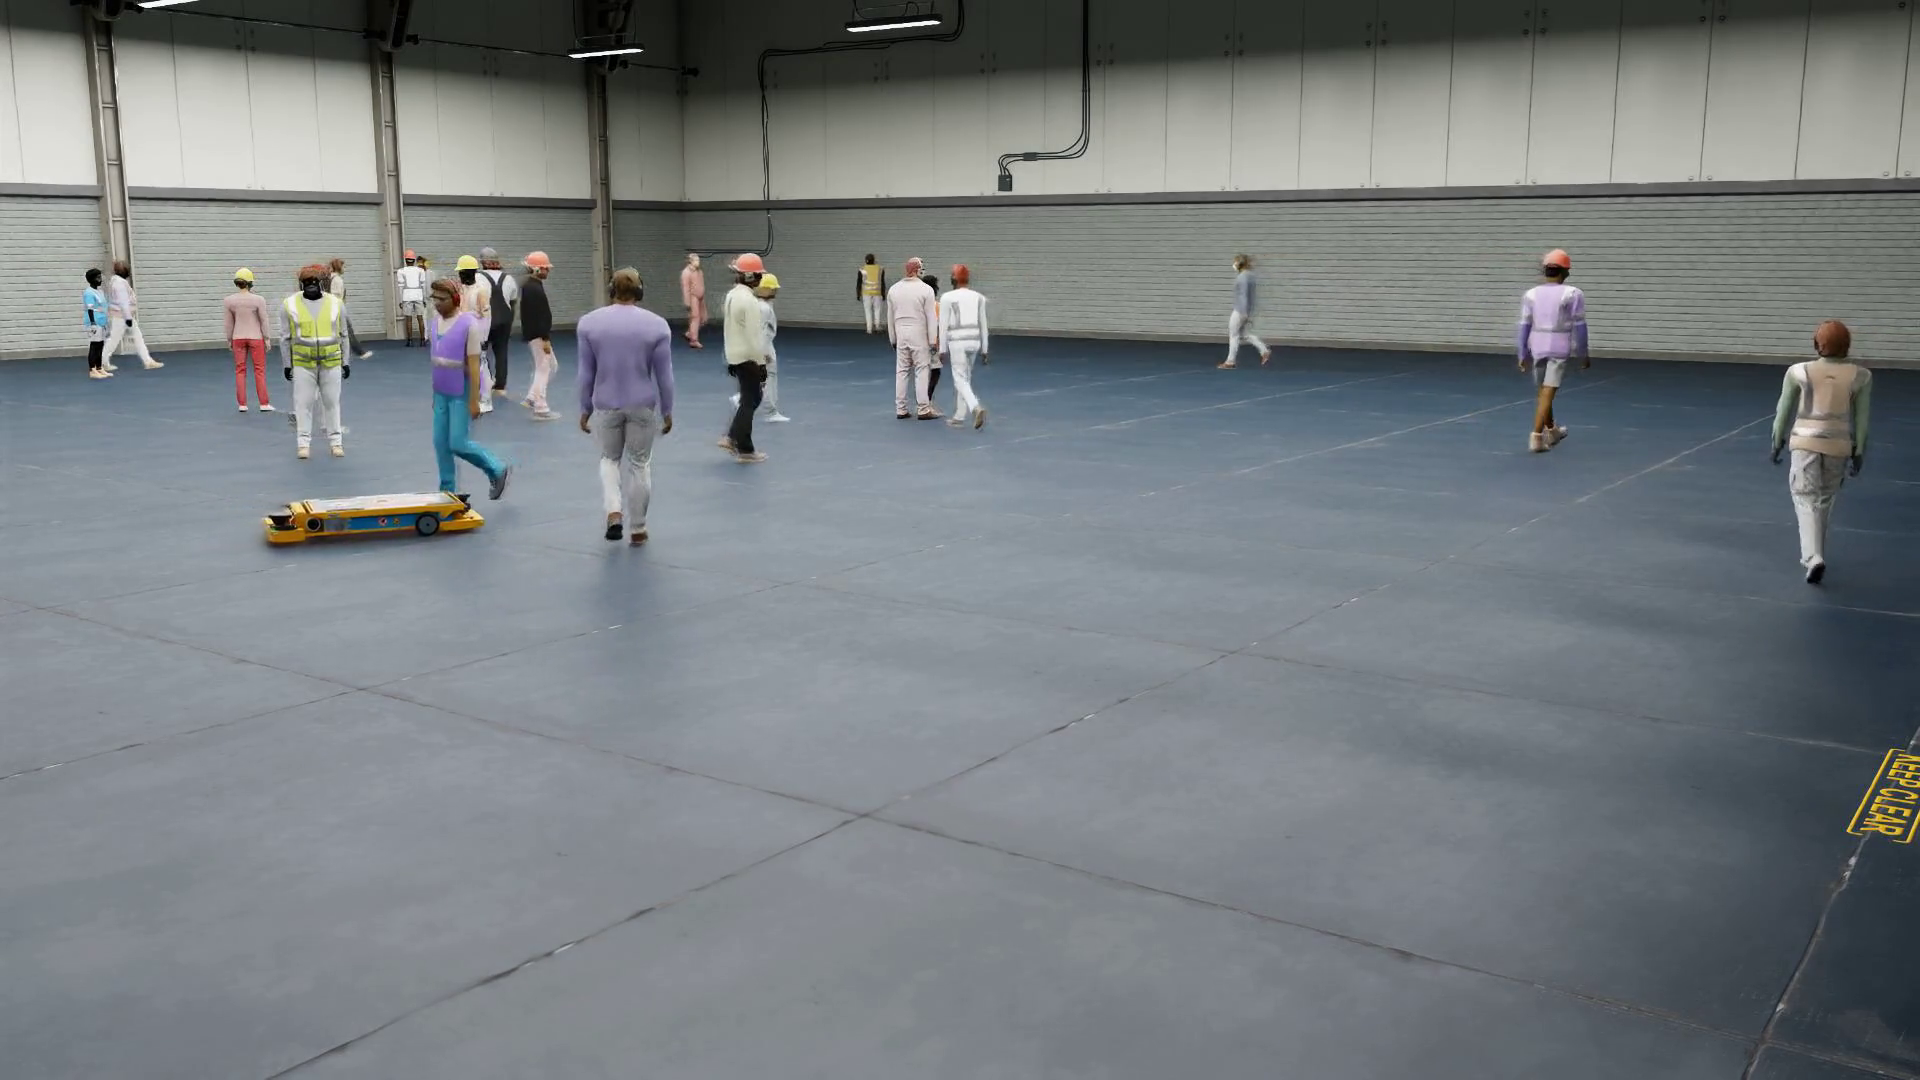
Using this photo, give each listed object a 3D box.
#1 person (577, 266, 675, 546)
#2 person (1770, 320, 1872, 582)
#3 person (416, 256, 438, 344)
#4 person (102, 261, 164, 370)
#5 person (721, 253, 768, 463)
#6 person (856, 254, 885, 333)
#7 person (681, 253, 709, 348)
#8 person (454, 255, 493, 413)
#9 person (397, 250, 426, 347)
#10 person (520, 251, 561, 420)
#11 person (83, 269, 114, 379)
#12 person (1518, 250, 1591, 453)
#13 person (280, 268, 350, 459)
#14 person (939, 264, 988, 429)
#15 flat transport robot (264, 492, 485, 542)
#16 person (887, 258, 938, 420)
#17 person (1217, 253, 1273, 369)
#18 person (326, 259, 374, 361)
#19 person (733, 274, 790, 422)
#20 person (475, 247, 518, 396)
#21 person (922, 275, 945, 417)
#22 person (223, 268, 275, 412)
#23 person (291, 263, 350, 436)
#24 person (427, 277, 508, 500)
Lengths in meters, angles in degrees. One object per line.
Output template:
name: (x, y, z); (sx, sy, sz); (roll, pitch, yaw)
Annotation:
person: (-2.277, -0.905, 11.396); (0.648, 1.918, 0.437); (-1, 10, -4)
person: (5.340, -0.555, 10.319); (0.524, 1.604, 0.813); (2, 10, 14)
person: (-11.019, -5.010, 34.689); (0.554, 1.820, 0.750); (3, 11, 17)
person: (-13.715, -3.675, 27.283); (0.987, 1.794, 0.638); (-4, 11, -21)
person: (-2.004, -1.711, 15.735); (0.434, 1.980, 0.659); (-5, 11, -26)
person: (-2.079, -5.687, 38.421); (0.662, 1.829, 0.572); (-3, 10, -14)
person: (-5.253, -4.740, 32.966); (0.461, 1.885, 0.661); (3, 11, 18)
person: (-5.980, -2.517, 20.407); (0.594, 1.925, 0.370); (10, 14, 43)
person: (-10.992, -4.839, 33.385); (0.542, 1.938, 0.358); (-5, 11, -28)
person: (-4.931, -2.397, 19.580); (0.447, 1.978, 0.658); (-4, 11, -23)
person: (-13.305, -3.328, 25.620); (0.321, 1.689, 0.530); (-2, 10, -11)
person: (5.993, -1.887, 16.688); (1.029, 1.993, 0.618); (-9, 14, -41)
person: (-6.242, -1.712, 16.136); (0.634, 1.841, 0.429); (-5, 11, -26)
person: (0.083, -2.143, 18.547); (0.602, 1.858, 0.845); (-6, 12, -32)
flat transport robot: (-4.209, -0.180, 11.953); (1.431, 0.197, 0.652); (-5, 11, -26)
person: (-0.533, -2.371, 19.647); (0.651, 1.906, 0.402); (6, 12, 30)
person: (4.718, -3.768, 27.457); (0.825, 1.919, 0.638); (3, 11, 16)
person: (-10.823, -4.009, 29.132); (0.520, 1.792, 0.971); (9, 14, 42)
person: (-2.318, -2.223, 19.320); (0.587, 1.722, 0.506); (-2, 10, -11)
person: (-6.367, -2.961, 22.573); (0.715, 2.000, 0.536); (-8, 13, -39)
person: (-0.404, -2.324, 19.984); (0.451, 1.691, 0.621); (-6, 12, -32)
person: (-8.779, -2.459, 20.528); (0.523, 1.769, 0.316); (-1, 10, -4)
person: (-6.901, -2.036, 17.879); (0.591, 1.864, 0.538); (5, 11, 26)
person: (-3.873, -1.128, 12.916); (0.587, 1.818, 0.591); (7, 13, 36)
